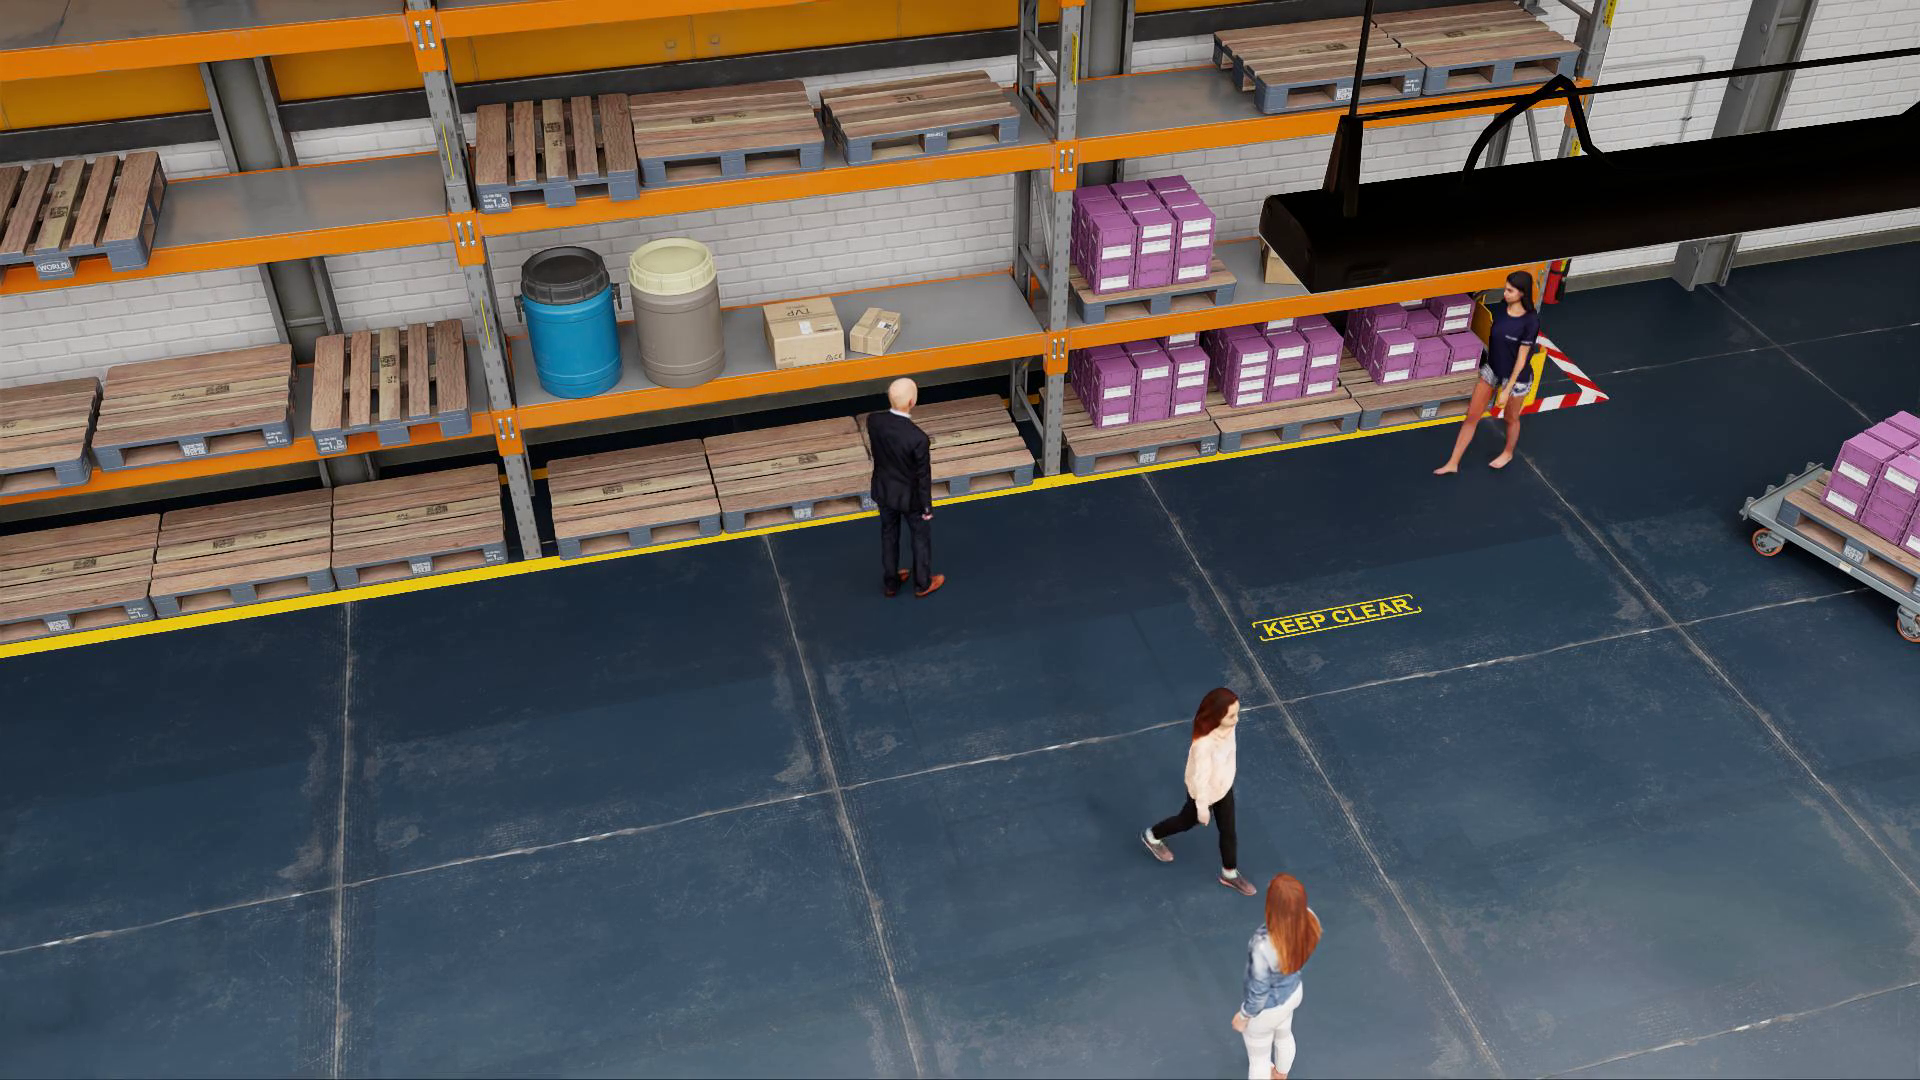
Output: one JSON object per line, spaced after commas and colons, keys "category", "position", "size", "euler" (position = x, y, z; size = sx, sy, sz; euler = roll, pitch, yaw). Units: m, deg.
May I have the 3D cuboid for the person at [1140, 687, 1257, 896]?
{"category": "person", "position": [1.360, 1.396, 9.495], "size": [0.993, 1.451, 0.999], "euler": [26, 45, 29]}

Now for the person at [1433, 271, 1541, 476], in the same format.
{"category": "person", "position": [4.207, -1.257, 12.595], "size": [1.071, 1.729, 0.800], "euler": [-23, 44, -26]}

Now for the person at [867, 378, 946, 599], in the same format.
{"category": "person", "position": [-0.445, -0.316, 11.366], "size": [0.829, 1.792, 0.888], "euler": [20, 43, 24]}

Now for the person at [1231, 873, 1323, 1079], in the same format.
{"category": "person", "position": [1.549, 2.267, 8.205], "size": [0.622, 1.700, 0.750], "euler": [-32, 48, -33]}
